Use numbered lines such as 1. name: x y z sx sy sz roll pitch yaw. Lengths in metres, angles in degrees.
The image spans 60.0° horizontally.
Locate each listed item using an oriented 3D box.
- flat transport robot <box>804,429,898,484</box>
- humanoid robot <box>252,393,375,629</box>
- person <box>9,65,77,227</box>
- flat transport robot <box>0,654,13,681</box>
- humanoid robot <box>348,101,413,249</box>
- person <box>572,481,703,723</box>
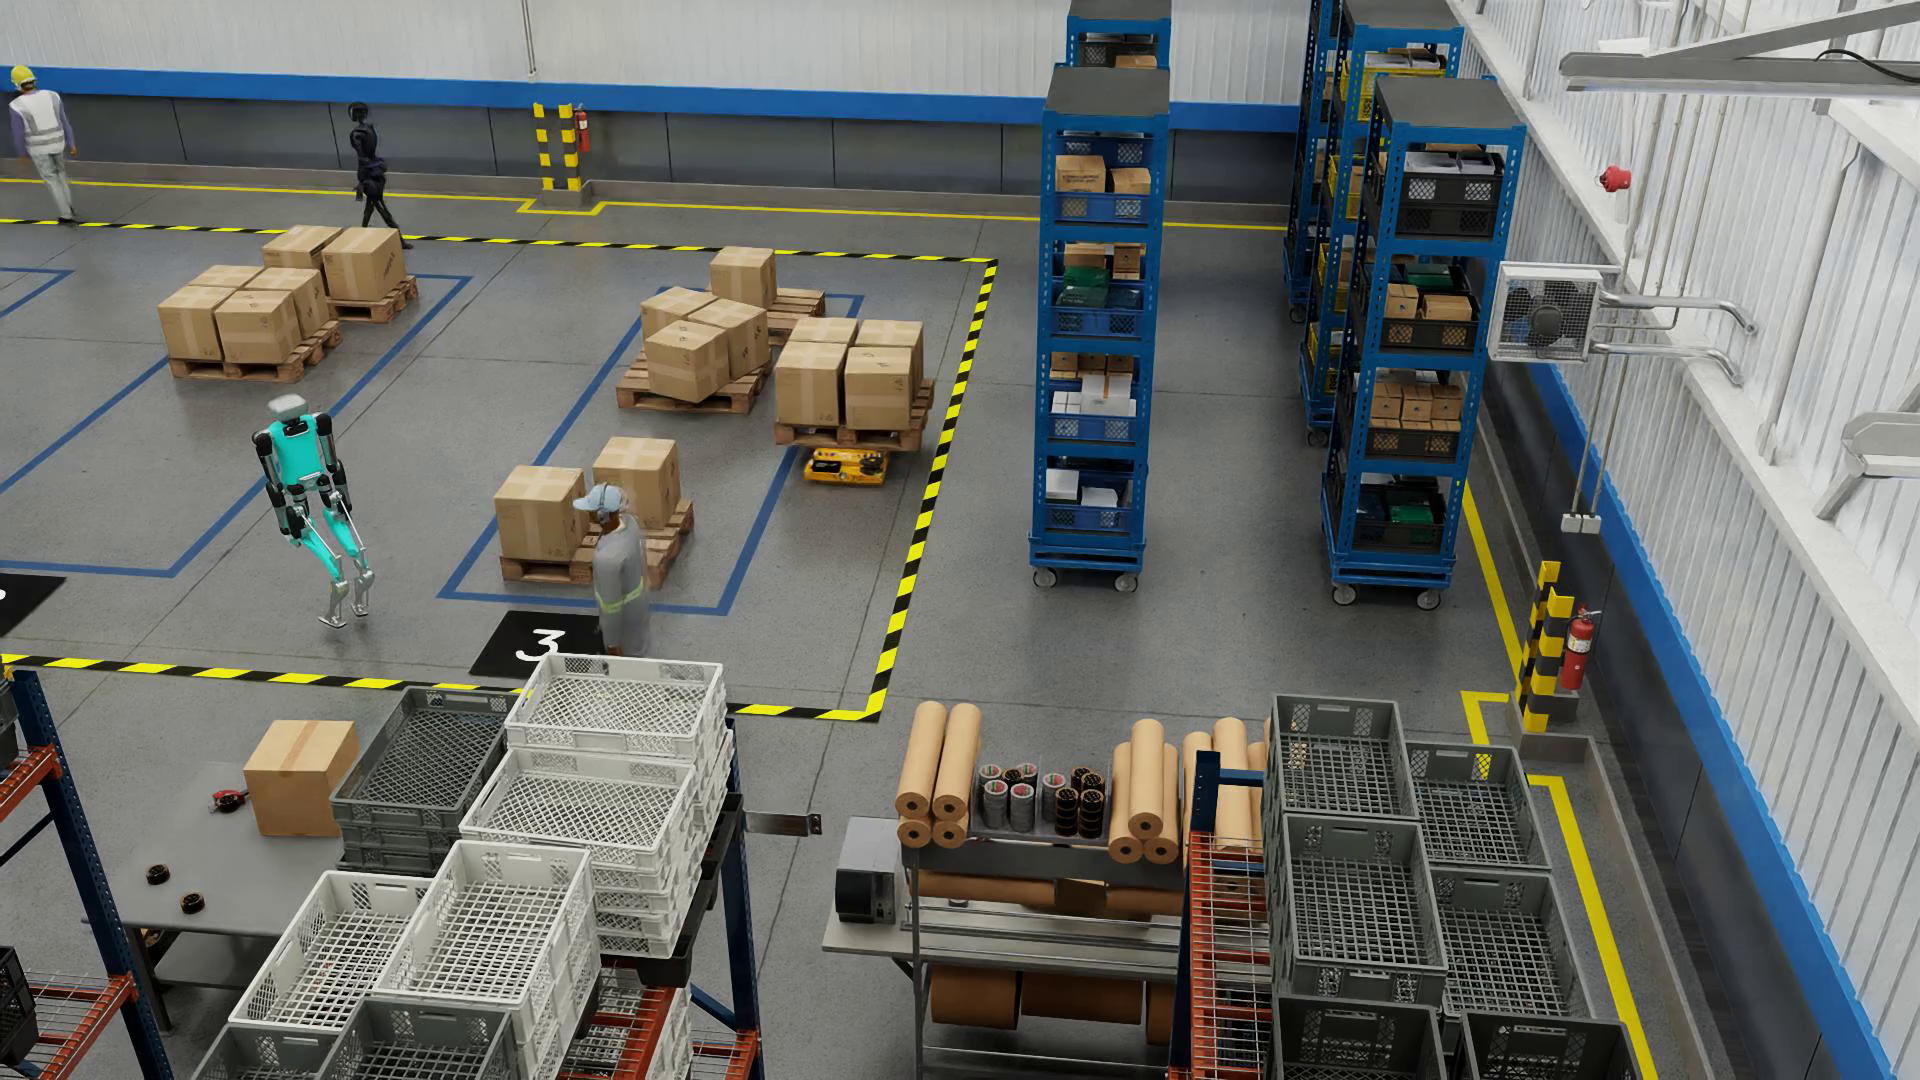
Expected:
1. flat transport robot: -0.881 -0.912 14.212 0.652 0.197 1.431 3 30 6
2. humanoid robot: -4.314 -0.139 11.319 0.533 1.677 0.735 -26 39 -37
3. person: -10.371 -4.451 18.771 0.605 1.813 0.607 19 35 29
4. flat transport robot: -7.142 0.969 11.010 1.431 0.231 0.659 3 30 6
5. humanoid robot: -6.456 -3.939 18.071 0.757 1.631 0.588 -2 30 -3
6. person: -2.058 0.456 10.343 0.782 1.828 0.595 1 30 1
